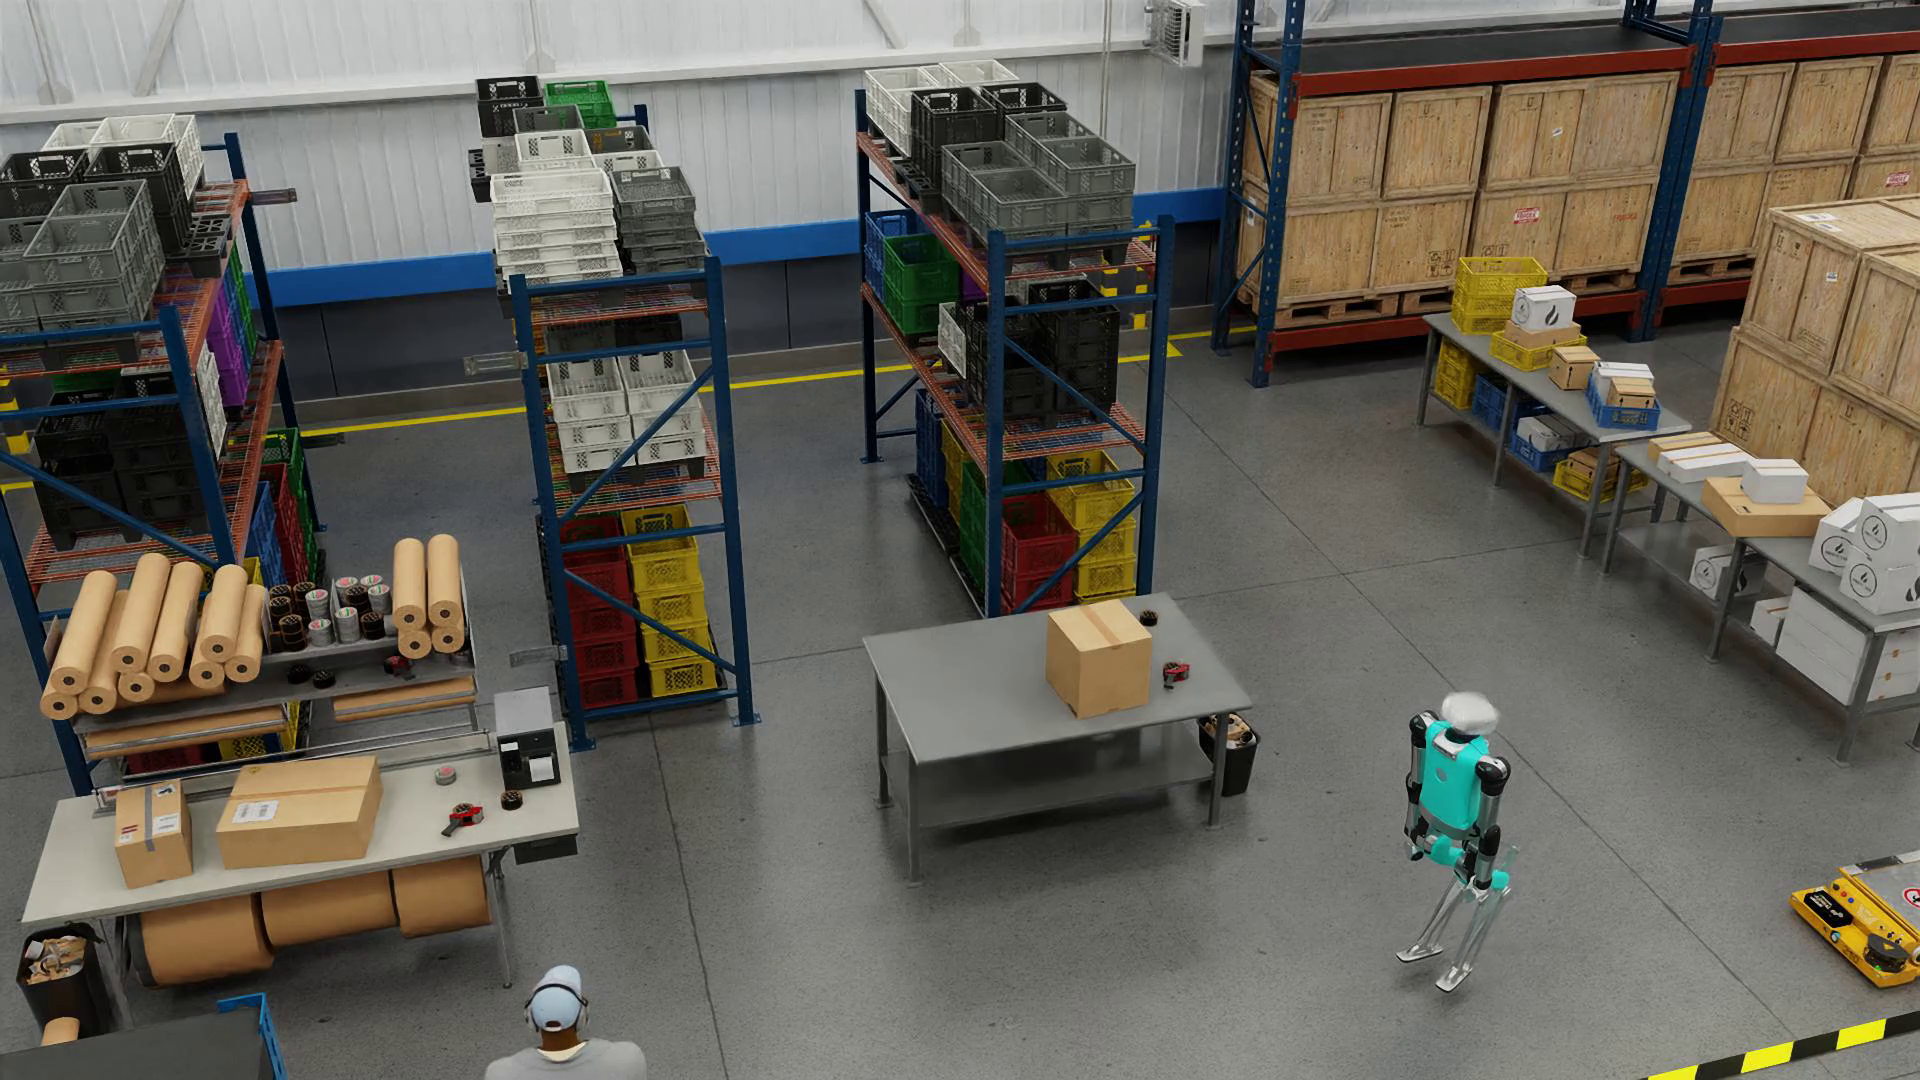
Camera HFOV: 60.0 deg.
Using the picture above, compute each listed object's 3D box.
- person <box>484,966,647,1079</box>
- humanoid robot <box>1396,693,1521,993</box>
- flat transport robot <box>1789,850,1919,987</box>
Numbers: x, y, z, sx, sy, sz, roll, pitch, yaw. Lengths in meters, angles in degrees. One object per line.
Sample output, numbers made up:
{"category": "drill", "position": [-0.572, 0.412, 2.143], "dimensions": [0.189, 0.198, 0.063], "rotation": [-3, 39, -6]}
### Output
{"category": "person", "position": [-1.420, 2.344, 6.252], "dimensions": [0.588, 1.853, 0.395], "rotation": [-5, 29, -9]}
{"category": "humanoid robot", "position": [2.470, 1.396, 7.957], "dimensions": [0.735, 1.677, 0.533], "rotation": [-17, 33, -28]}
{"category": "flat transport robot", "position": [5.163, 1.916, 8.676], "dimensions": [1.431, 0.231, 0.659], "rotation": [-8, 30, -14]}
